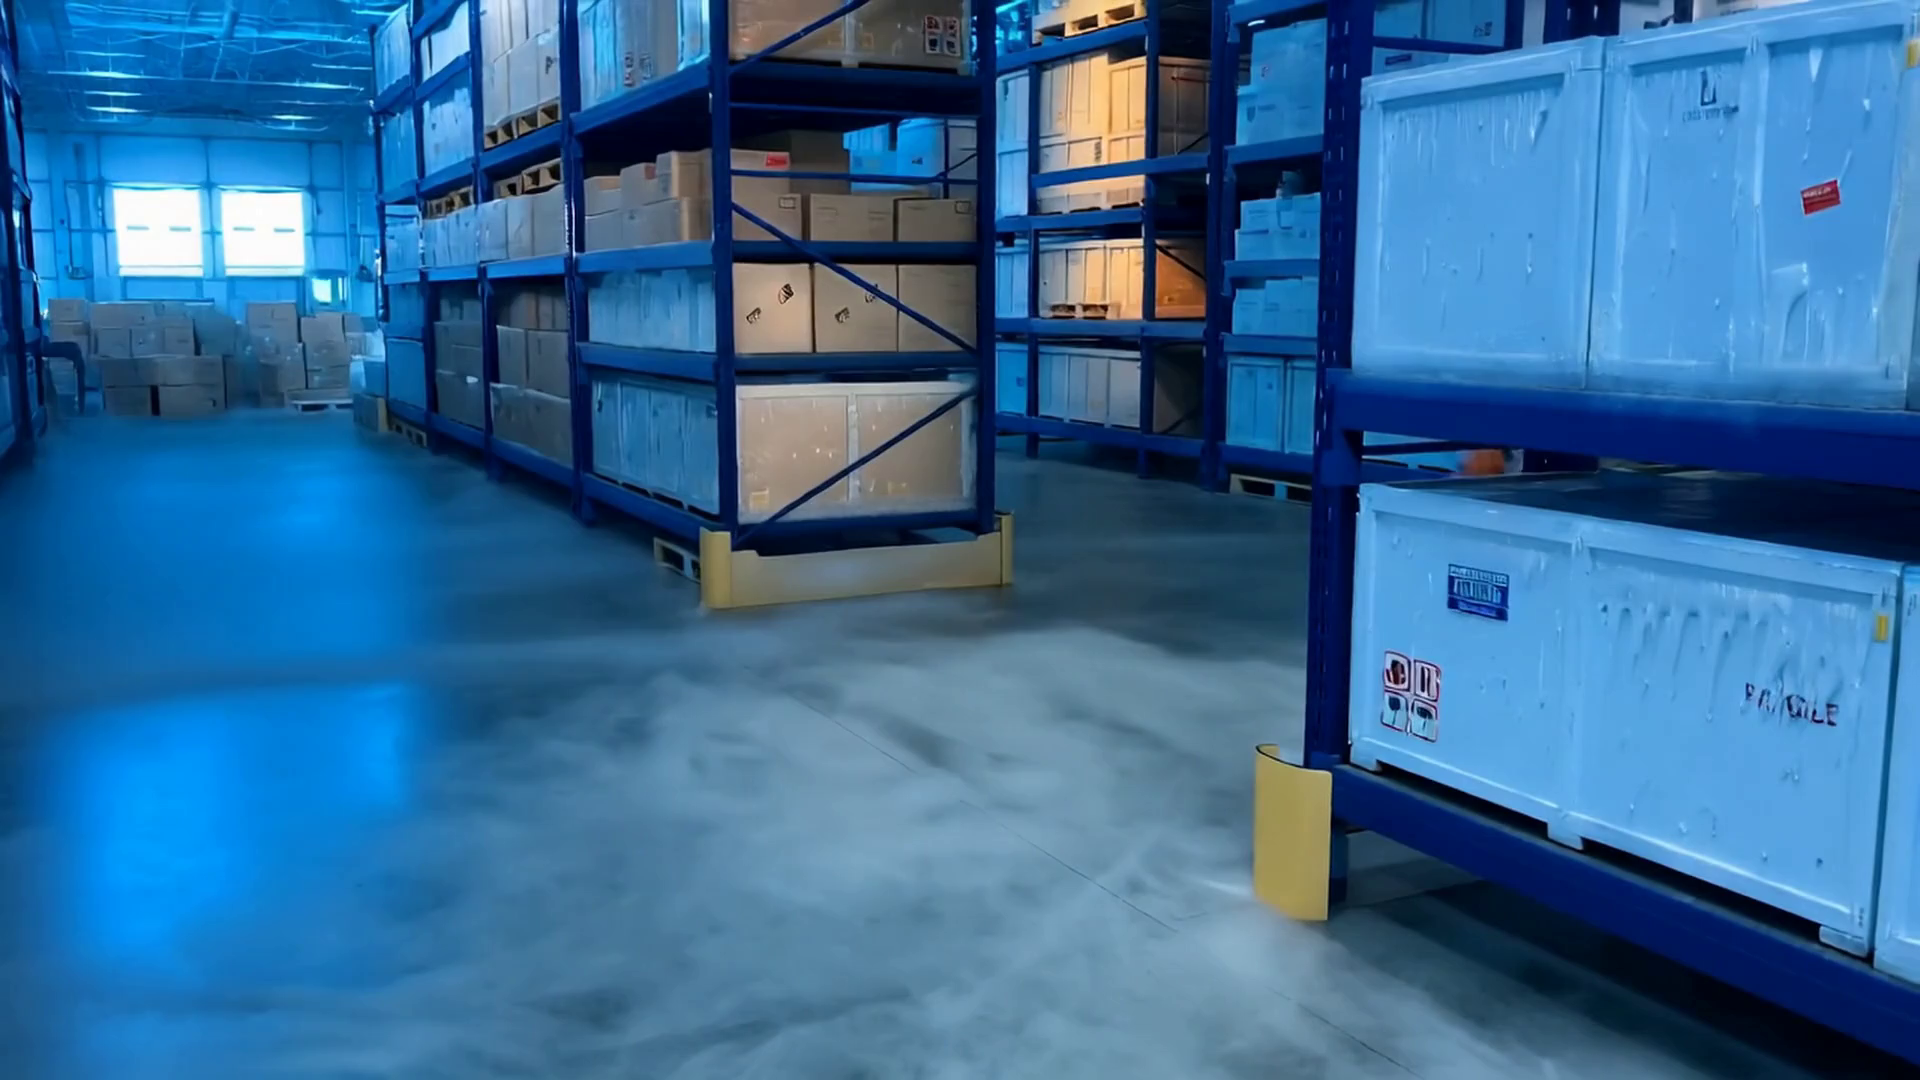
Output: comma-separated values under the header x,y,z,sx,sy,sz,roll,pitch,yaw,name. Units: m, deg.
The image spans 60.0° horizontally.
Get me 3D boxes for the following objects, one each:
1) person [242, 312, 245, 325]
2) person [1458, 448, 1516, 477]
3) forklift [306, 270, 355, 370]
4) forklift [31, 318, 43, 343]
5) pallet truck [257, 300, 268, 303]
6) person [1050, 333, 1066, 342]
x,y,z,sx,sy,sz,roll,pitch,yaw,name
-20.709,-5.854,48.599,0.780,1.670,0.535,-4,9,-23,person
4.161,-0.695,13.120,0.916,1.642,0.536,3,9,19,person
-17.916,-6.195,46.810,1.129,2.768,1.873,-5,10,-33,forklift
-30.579,-7.277,54.267,1.129,2.768,1.873,-4,9,-26,forklift
-23.913,-7.404,58.171,1.885,1.965,0.823,-1,8,-9,pallet truck
1.931,-3.627,32.336,0.373,1.934,0.551,0,8,-1,person
